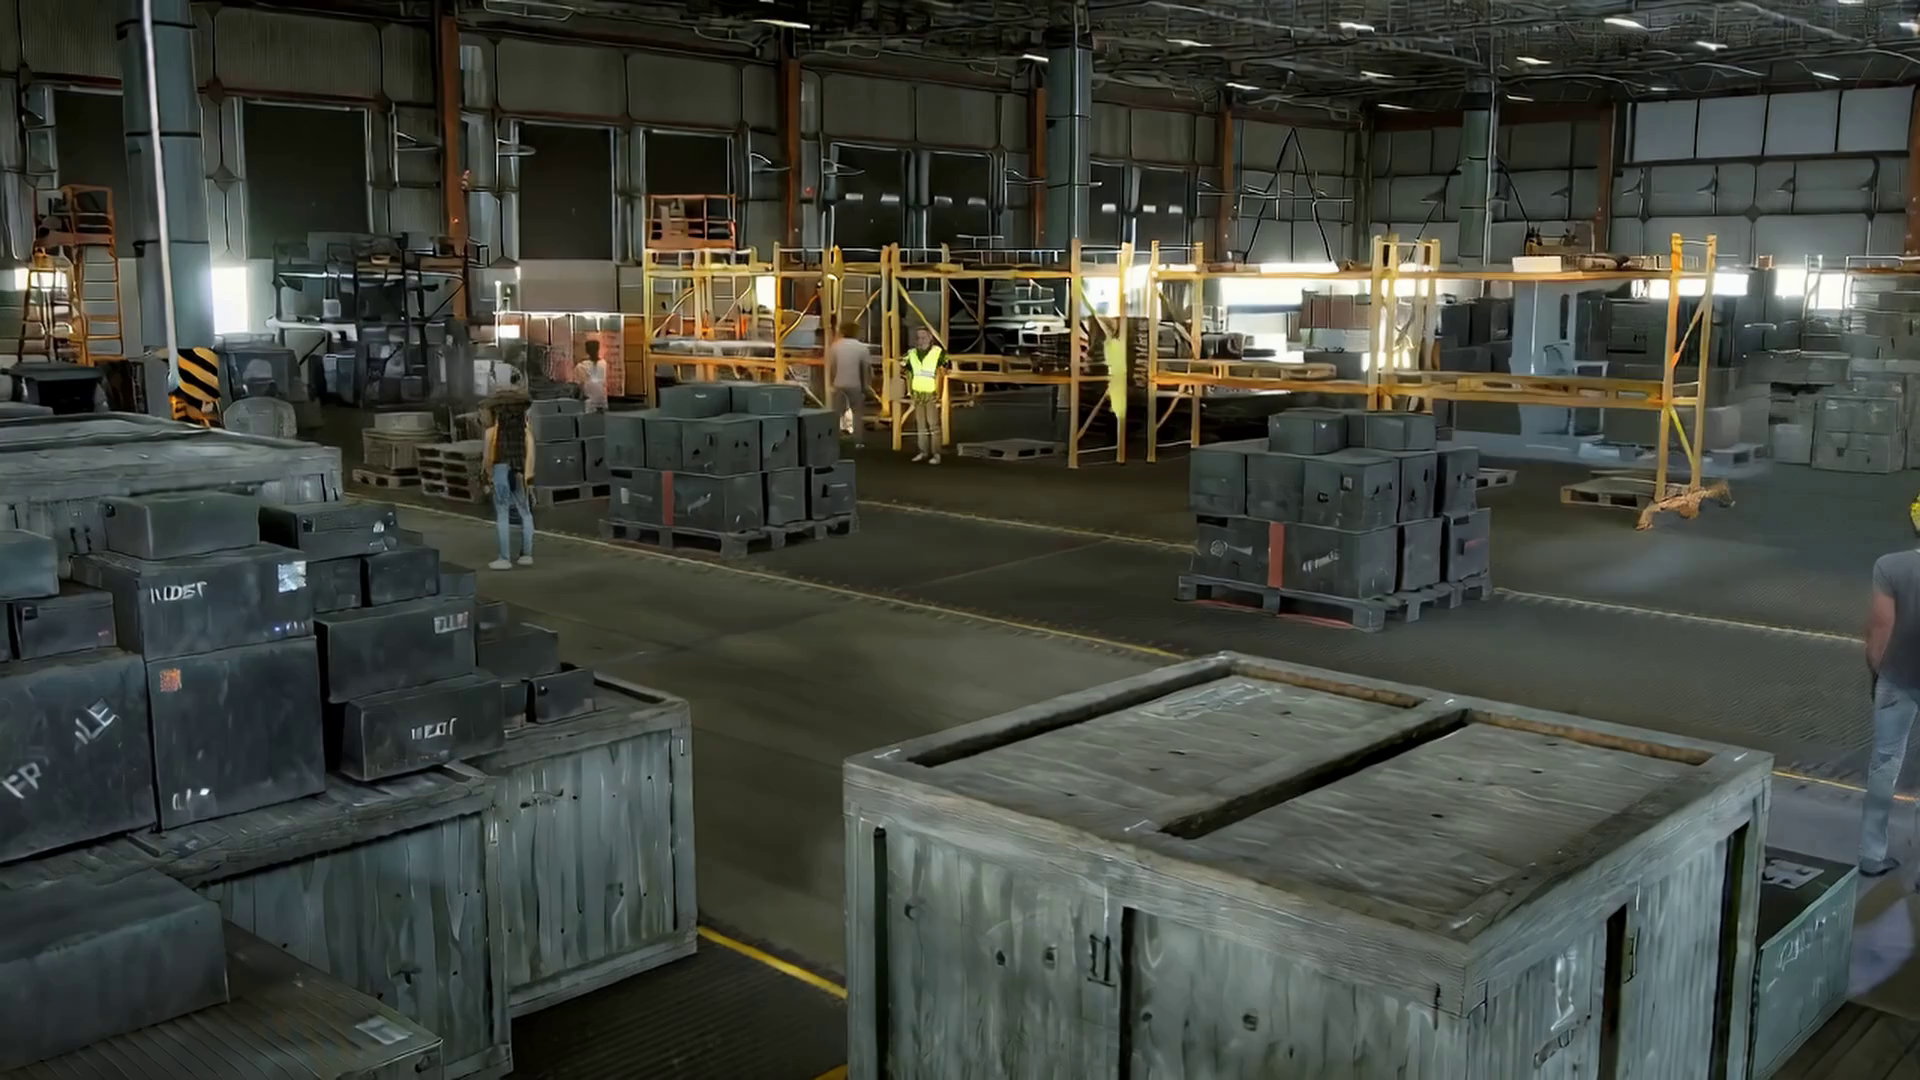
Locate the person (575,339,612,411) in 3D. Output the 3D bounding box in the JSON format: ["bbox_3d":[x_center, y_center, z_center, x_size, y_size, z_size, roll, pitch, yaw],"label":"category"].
[{"bbox_3d":[-5.078,-1.942,23.060,0.536,1.699,0.322,-8,12,-41],"label":"person"}]

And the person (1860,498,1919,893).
[{"bbox_3d":[4.143,0.627,7.134,0.327,1.760,0.523,-5,10,-27],"label":"person"}]

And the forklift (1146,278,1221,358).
[{"bbox_3d":[6.364,-6.425,46.939,1.873,2.768,1.129,9,13,43],"label":"forklift"}]

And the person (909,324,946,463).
[{"bbox_3d":[-0.436,-2.004,22.816,0.586,1.911,0.389,7,12,38],"label":"person"}]

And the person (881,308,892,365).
[{"bbox_3d":[-1.945,-5.331,44.053,0.313,1.634,0.515,1,9,8],"label":"person"}]

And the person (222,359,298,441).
[{"bbox_3d":[-5.726,-0.523,13.699,0.586,1.919,0.398,-1,9,-6],"label":"person"}]

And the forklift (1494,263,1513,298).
[{"bbox_3d":[15.057,-6.327,46.336,1.873,2.768,1.129,1,9,9],"label":"forklift"}]

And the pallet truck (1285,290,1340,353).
[{"bbox_3d":[11.297,-6.951,52.861,1.885,1.965,0.823,-5,11,-29],"label":"pallet truck"}]

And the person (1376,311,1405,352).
[{"bbox_3d":[8.406,-3.568,32.581,0.609,1.846,0.882,3,10,16],"label":"person"}]

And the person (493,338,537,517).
[{"bbox_3d":[-4.728,-1.187,17.747,0.428,1.925,0.627,-2,9,-12],"label":"person"}]

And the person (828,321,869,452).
[{"bbox_3d":[-1.638,-2.226,24.208,0.638,1.907,0.950,2,9,12],"label":"person"}]

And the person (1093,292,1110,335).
[{"bbox_3d":[4.369,-6.681,51.424,0.544,1.930,0.389,1,9,6],"label":"person"}]

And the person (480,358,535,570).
[{"bbox_3d":[-4.015,-0.672,14.742,0.514,1.876,0.328,-9,13,-43],"label":"person"}]

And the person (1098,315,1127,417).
[{"bbox_3d":[2.728,-3.103,29.802,0.411,1.831,0.505,-9,13,-43],"label":"person"}]

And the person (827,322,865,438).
[{"bbox_3d":[-1.755,-2.497,26.091,0.633,1.828,0.540,3,10,20],"label":"person"}]

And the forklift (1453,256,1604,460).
[{"bbox_3d":[8.151,-2.630,23.668,1.873,2.768,1.129,9,13,43],"label":"forklift"}]

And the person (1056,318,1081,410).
[{"bbox_3d":[2.058,-3.327,31.449,0.485,1.736,0.321,-2,9,-12],"label":"person"}]

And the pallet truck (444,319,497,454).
[{"bbox_3d":[-6.981,-1.942,22.150,1.885,1.965,0.823,1,9,9],"label":"pallet truck"}]
